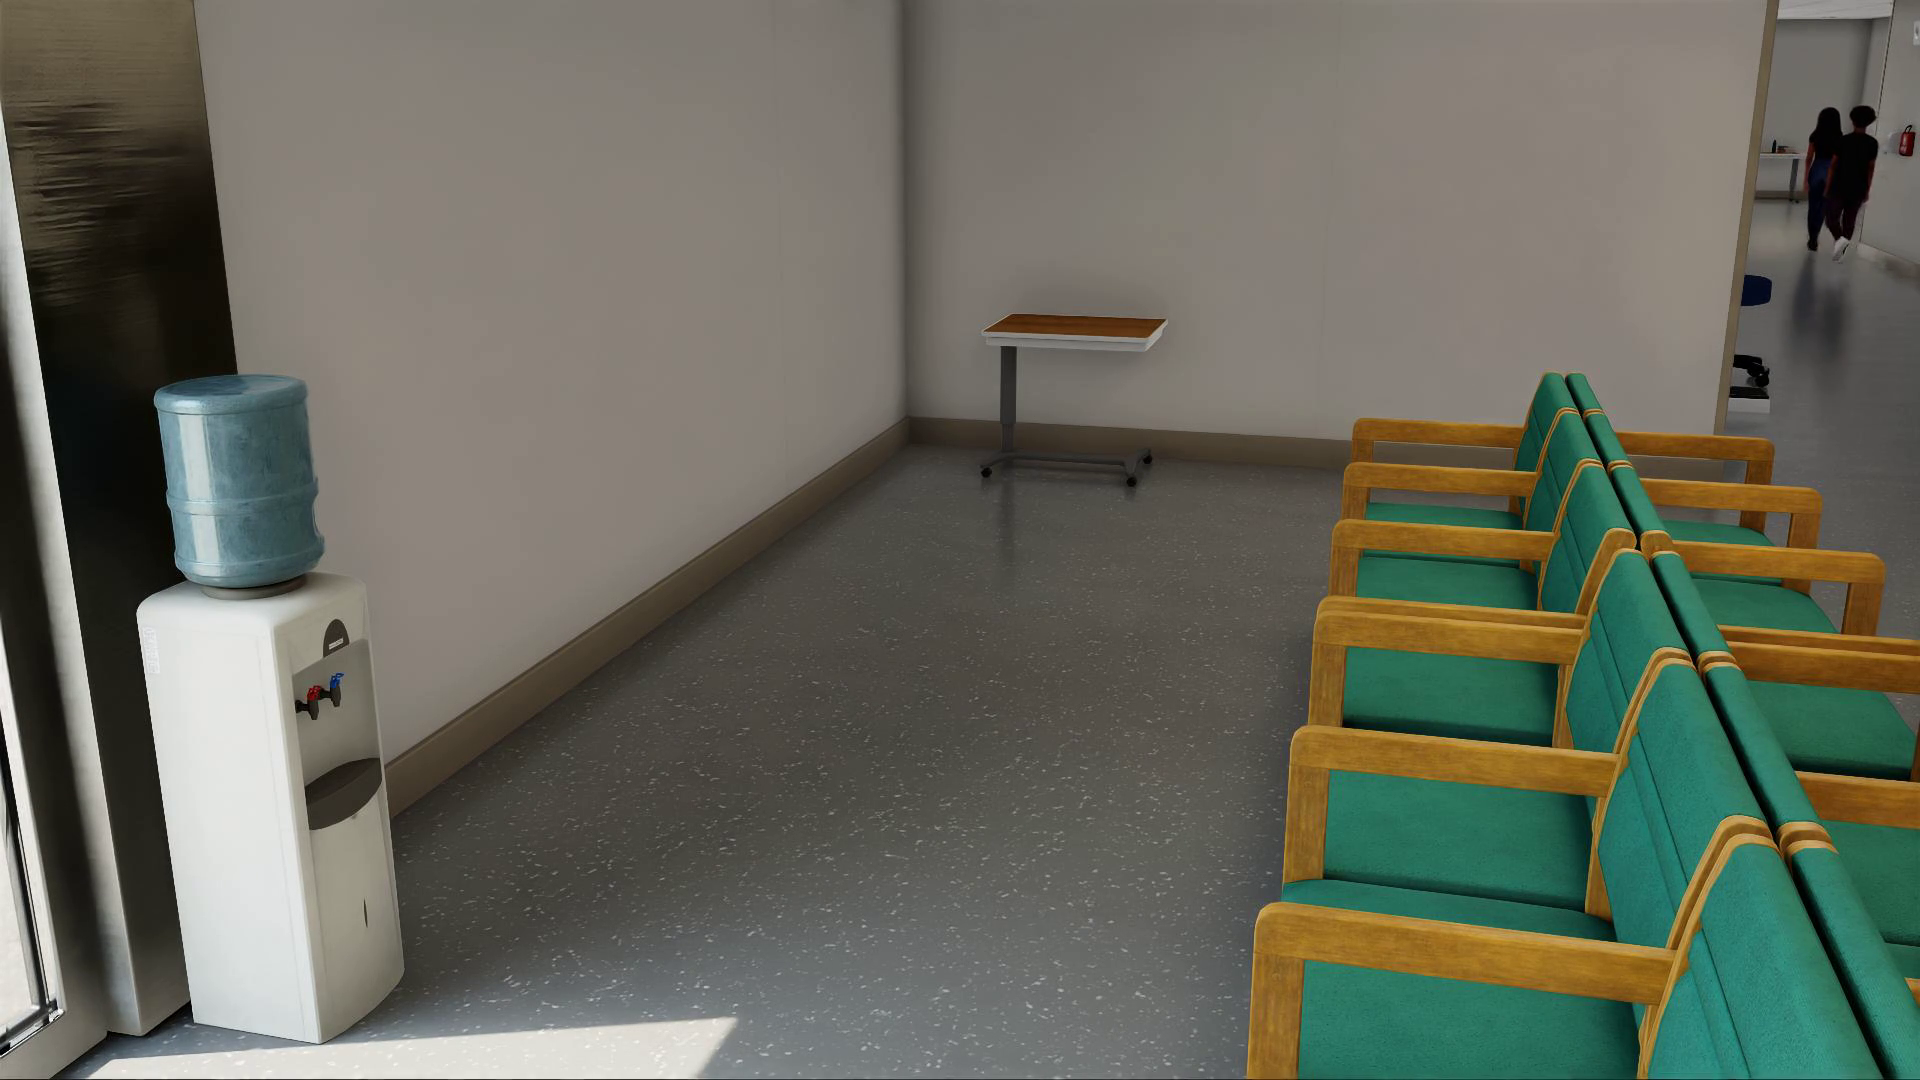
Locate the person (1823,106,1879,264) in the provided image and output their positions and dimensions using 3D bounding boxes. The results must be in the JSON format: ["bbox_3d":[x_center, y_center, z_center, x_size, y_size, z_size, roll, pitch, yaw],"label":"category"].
[{"bbox_3d":[10.069,-3.993,18.815,0.890,1.756,0.718,3,16,12],"label":"person"}]

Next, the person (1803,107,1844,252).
[{"bbox_3d":[10.355,-4.283,19.960,1.193,1.693,0.924,11,19,34],"label":"person"}]
